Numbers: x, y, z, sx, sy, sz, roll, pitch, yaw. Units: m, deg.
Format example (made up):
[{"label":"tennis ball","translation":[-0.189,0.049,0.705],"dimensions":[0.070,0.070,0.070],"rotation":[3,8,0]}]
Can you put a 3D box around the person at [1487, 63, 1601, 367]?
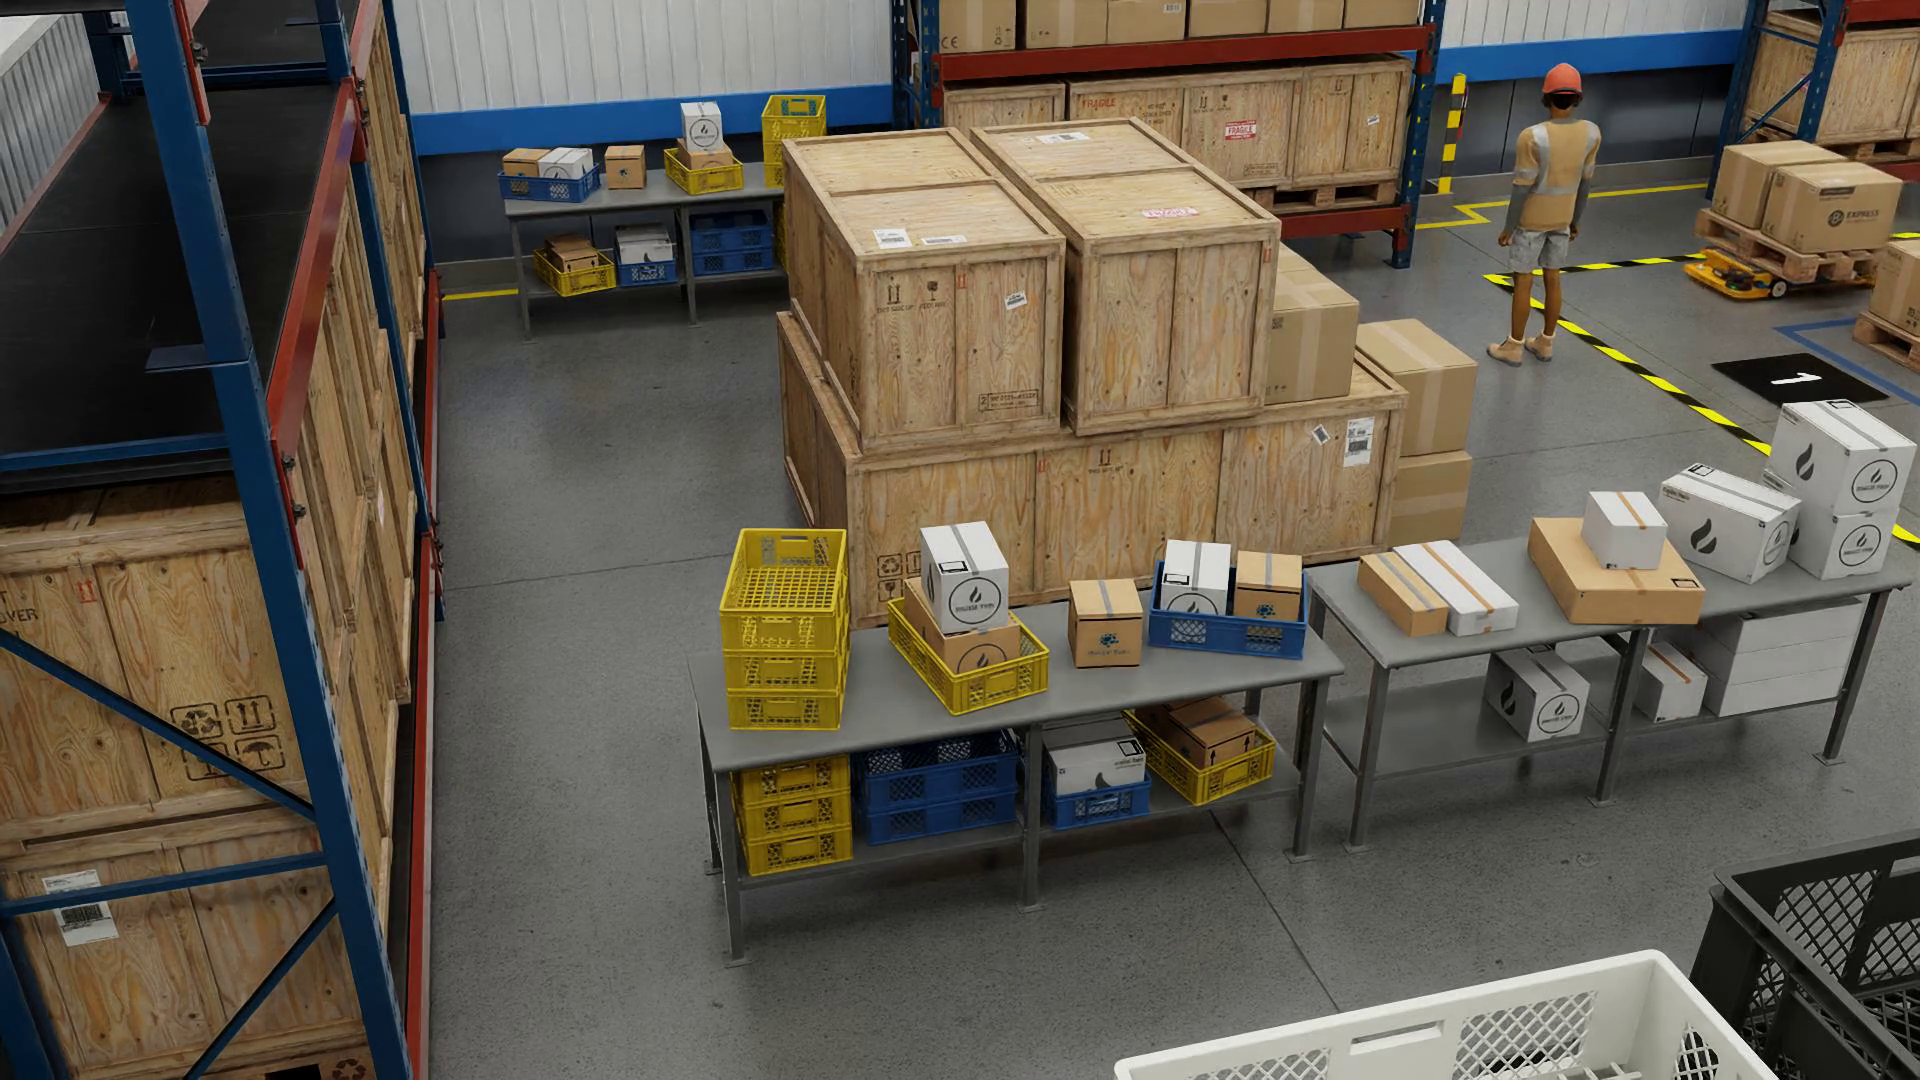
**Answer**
[{"label":"person","translation":[3.922,-2.175,11.230],"dimensions":[0.610,2.039,0.387],"rotation":[-9,30,-15]}]
